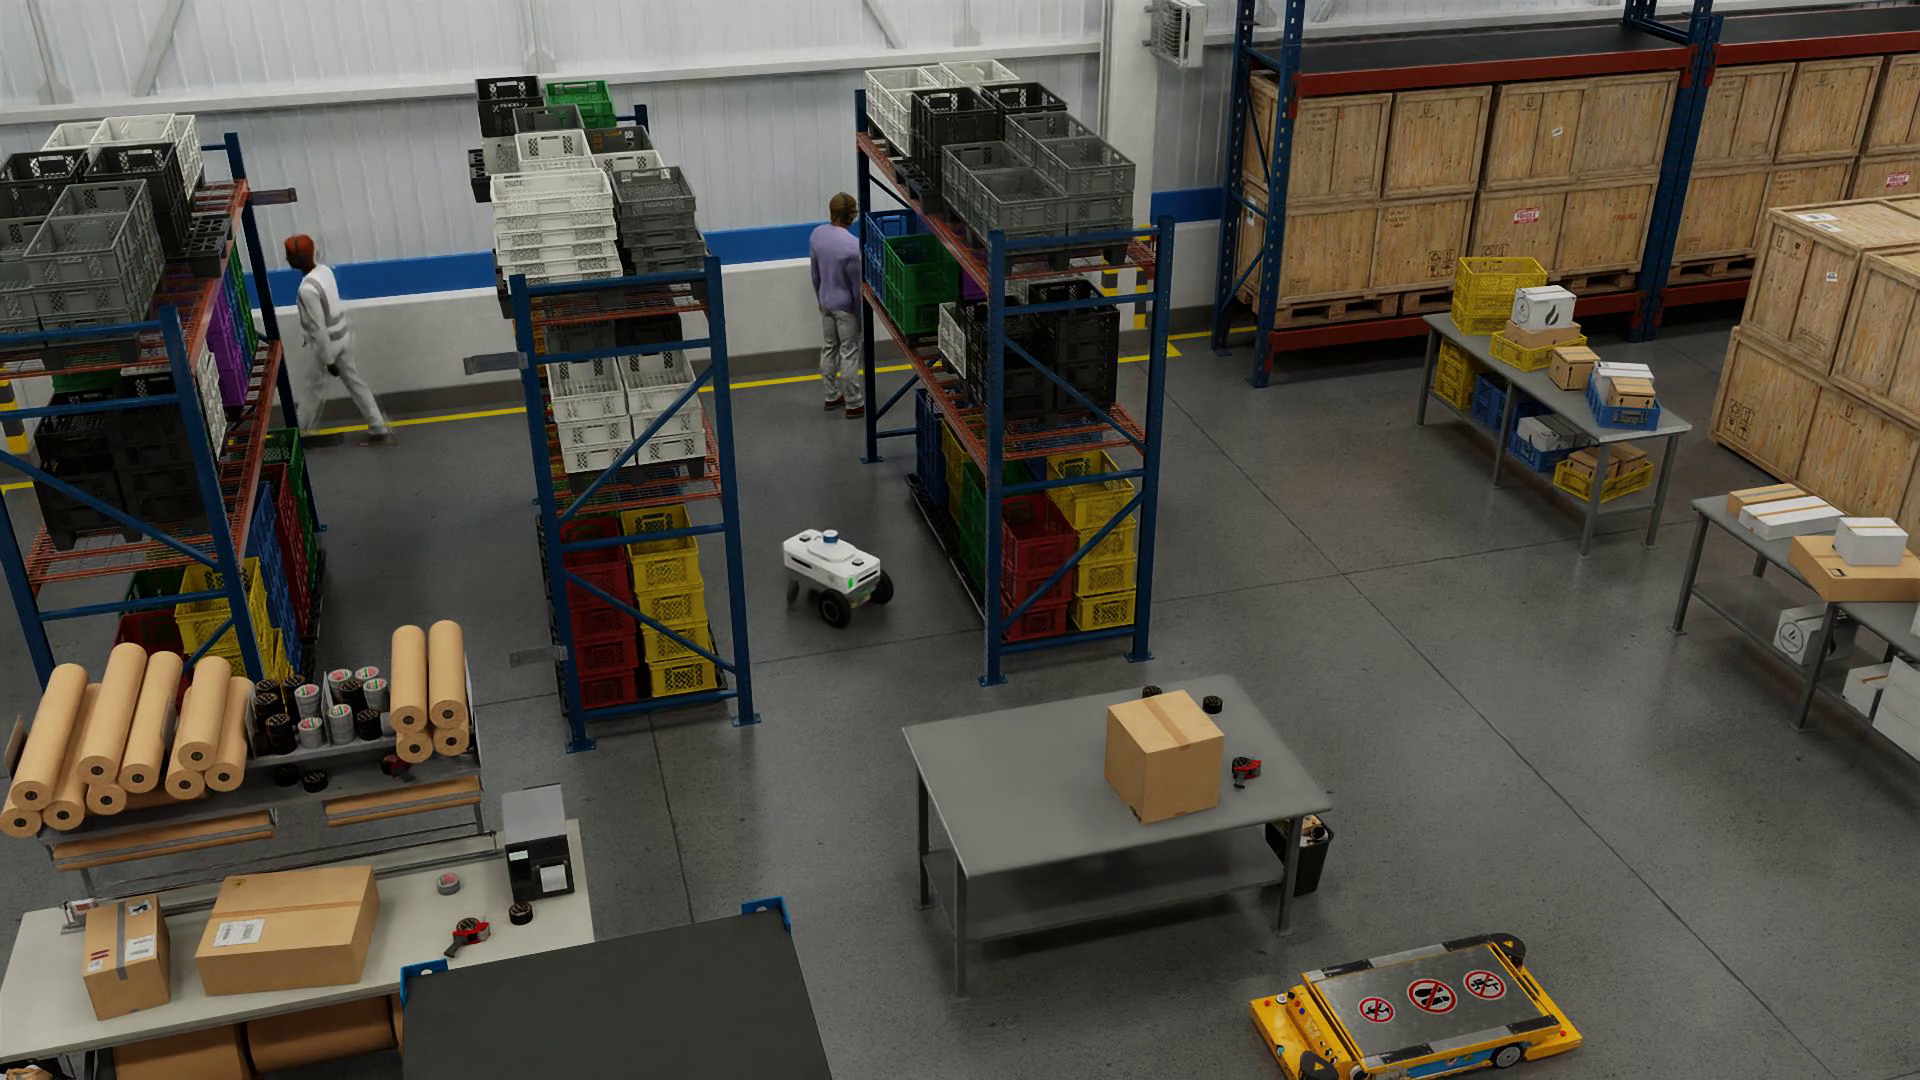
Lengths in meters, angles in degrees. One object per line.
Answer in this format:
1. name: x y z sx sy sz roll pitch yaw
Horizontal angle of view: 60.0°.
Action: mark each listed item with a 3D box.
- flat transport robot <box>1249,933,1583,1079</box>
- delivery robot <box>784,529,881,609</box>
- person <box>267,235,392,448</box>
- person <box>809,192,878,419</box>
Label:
1. flat transport robot: 2.184 2.282 7.980 1.431 0.197 0.652 -8 30 -14
2. delivery robot: -0.885 0.161 11.453 0.707 0.478 0.477 23 36 36
3. person: -5.183 -1.578 13.389 0.968 1.833 0.589 0 29 1
4. person: -0.993 -1.971 14.008 0.375 1.933 0.627 -25 37 -37
